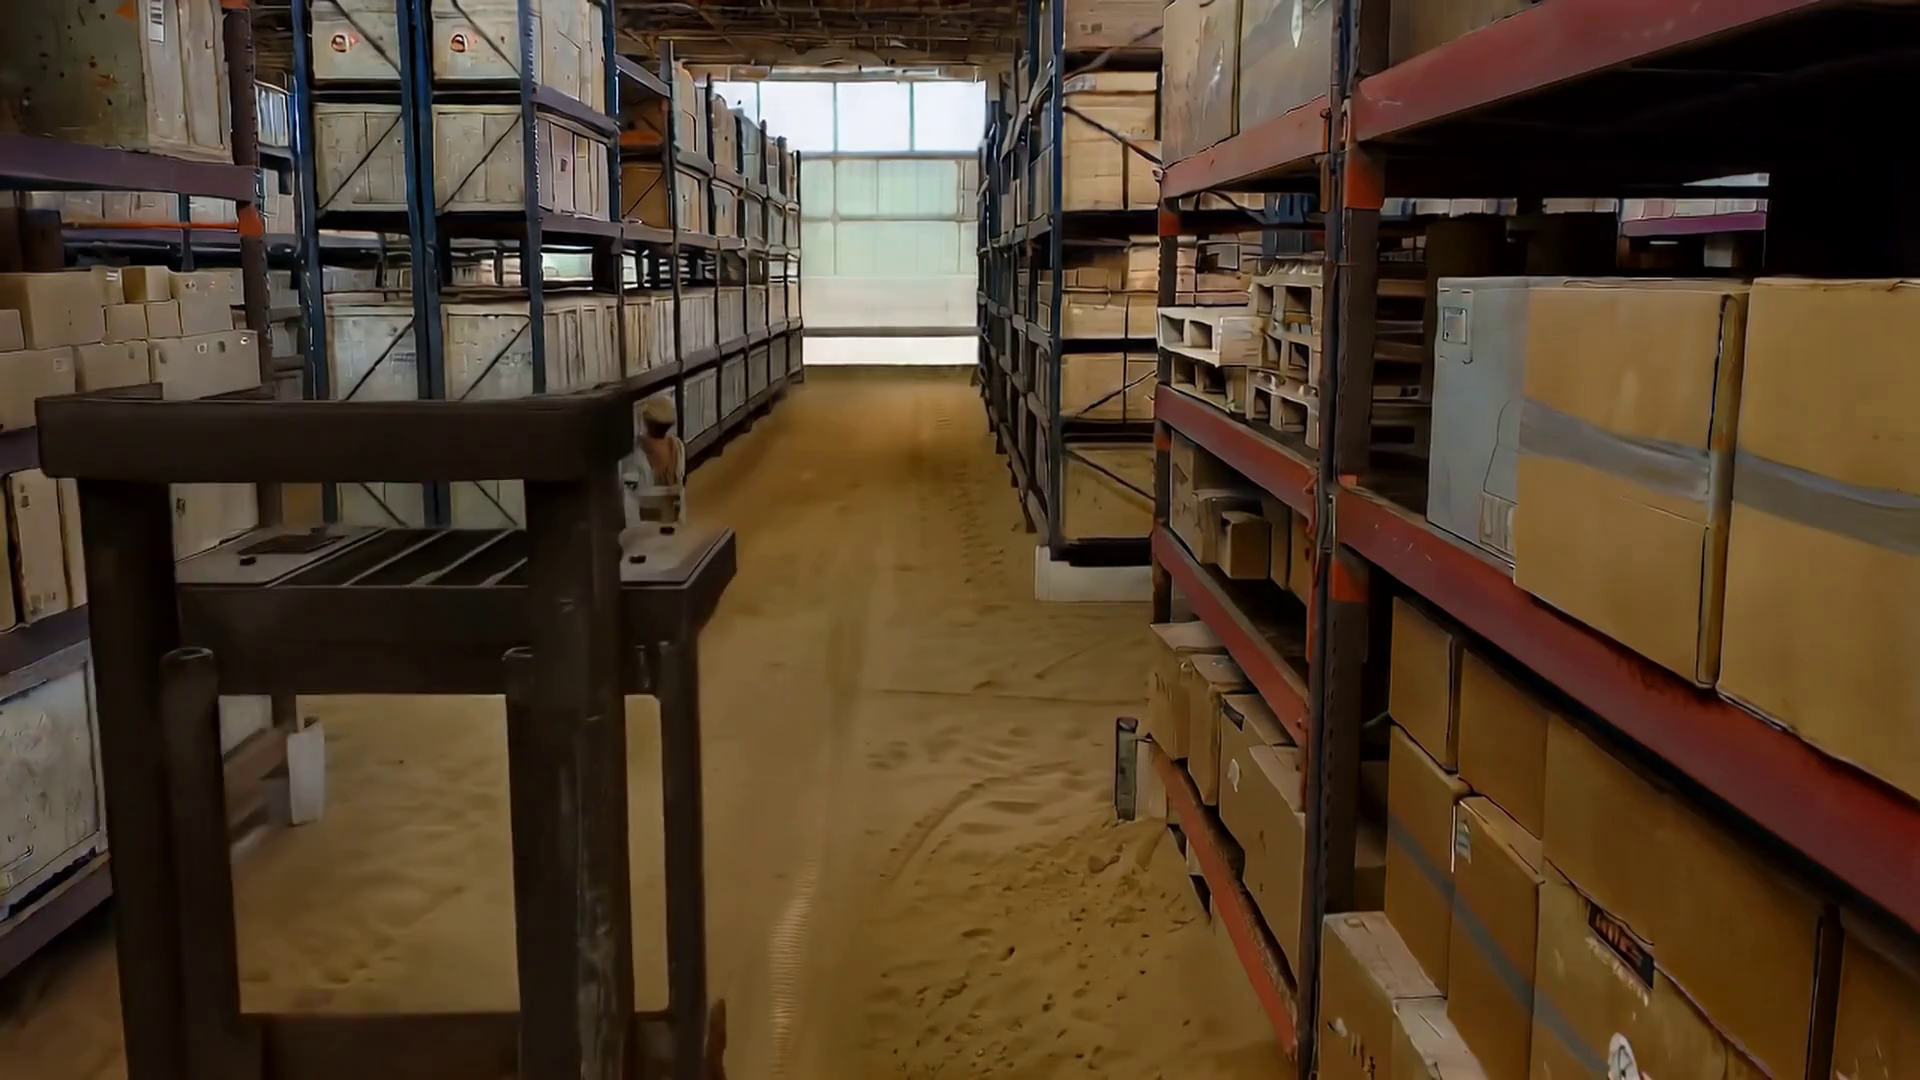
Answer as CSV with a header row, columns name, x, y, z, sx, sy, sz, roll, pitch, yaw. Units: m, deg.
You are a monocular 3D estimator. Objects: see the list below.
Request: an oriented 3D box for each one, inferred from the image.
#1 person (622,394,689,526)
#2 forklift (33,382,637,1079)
name,x,y,z,sx,sy,sz,roll,pitch,yaw
person,-2.440,-0.174,13.517,0.392,2.034,0.605,9,13,42
forklift,-1.062,1.102,3.099,1.129,2.768,1.873,0,9,-1
